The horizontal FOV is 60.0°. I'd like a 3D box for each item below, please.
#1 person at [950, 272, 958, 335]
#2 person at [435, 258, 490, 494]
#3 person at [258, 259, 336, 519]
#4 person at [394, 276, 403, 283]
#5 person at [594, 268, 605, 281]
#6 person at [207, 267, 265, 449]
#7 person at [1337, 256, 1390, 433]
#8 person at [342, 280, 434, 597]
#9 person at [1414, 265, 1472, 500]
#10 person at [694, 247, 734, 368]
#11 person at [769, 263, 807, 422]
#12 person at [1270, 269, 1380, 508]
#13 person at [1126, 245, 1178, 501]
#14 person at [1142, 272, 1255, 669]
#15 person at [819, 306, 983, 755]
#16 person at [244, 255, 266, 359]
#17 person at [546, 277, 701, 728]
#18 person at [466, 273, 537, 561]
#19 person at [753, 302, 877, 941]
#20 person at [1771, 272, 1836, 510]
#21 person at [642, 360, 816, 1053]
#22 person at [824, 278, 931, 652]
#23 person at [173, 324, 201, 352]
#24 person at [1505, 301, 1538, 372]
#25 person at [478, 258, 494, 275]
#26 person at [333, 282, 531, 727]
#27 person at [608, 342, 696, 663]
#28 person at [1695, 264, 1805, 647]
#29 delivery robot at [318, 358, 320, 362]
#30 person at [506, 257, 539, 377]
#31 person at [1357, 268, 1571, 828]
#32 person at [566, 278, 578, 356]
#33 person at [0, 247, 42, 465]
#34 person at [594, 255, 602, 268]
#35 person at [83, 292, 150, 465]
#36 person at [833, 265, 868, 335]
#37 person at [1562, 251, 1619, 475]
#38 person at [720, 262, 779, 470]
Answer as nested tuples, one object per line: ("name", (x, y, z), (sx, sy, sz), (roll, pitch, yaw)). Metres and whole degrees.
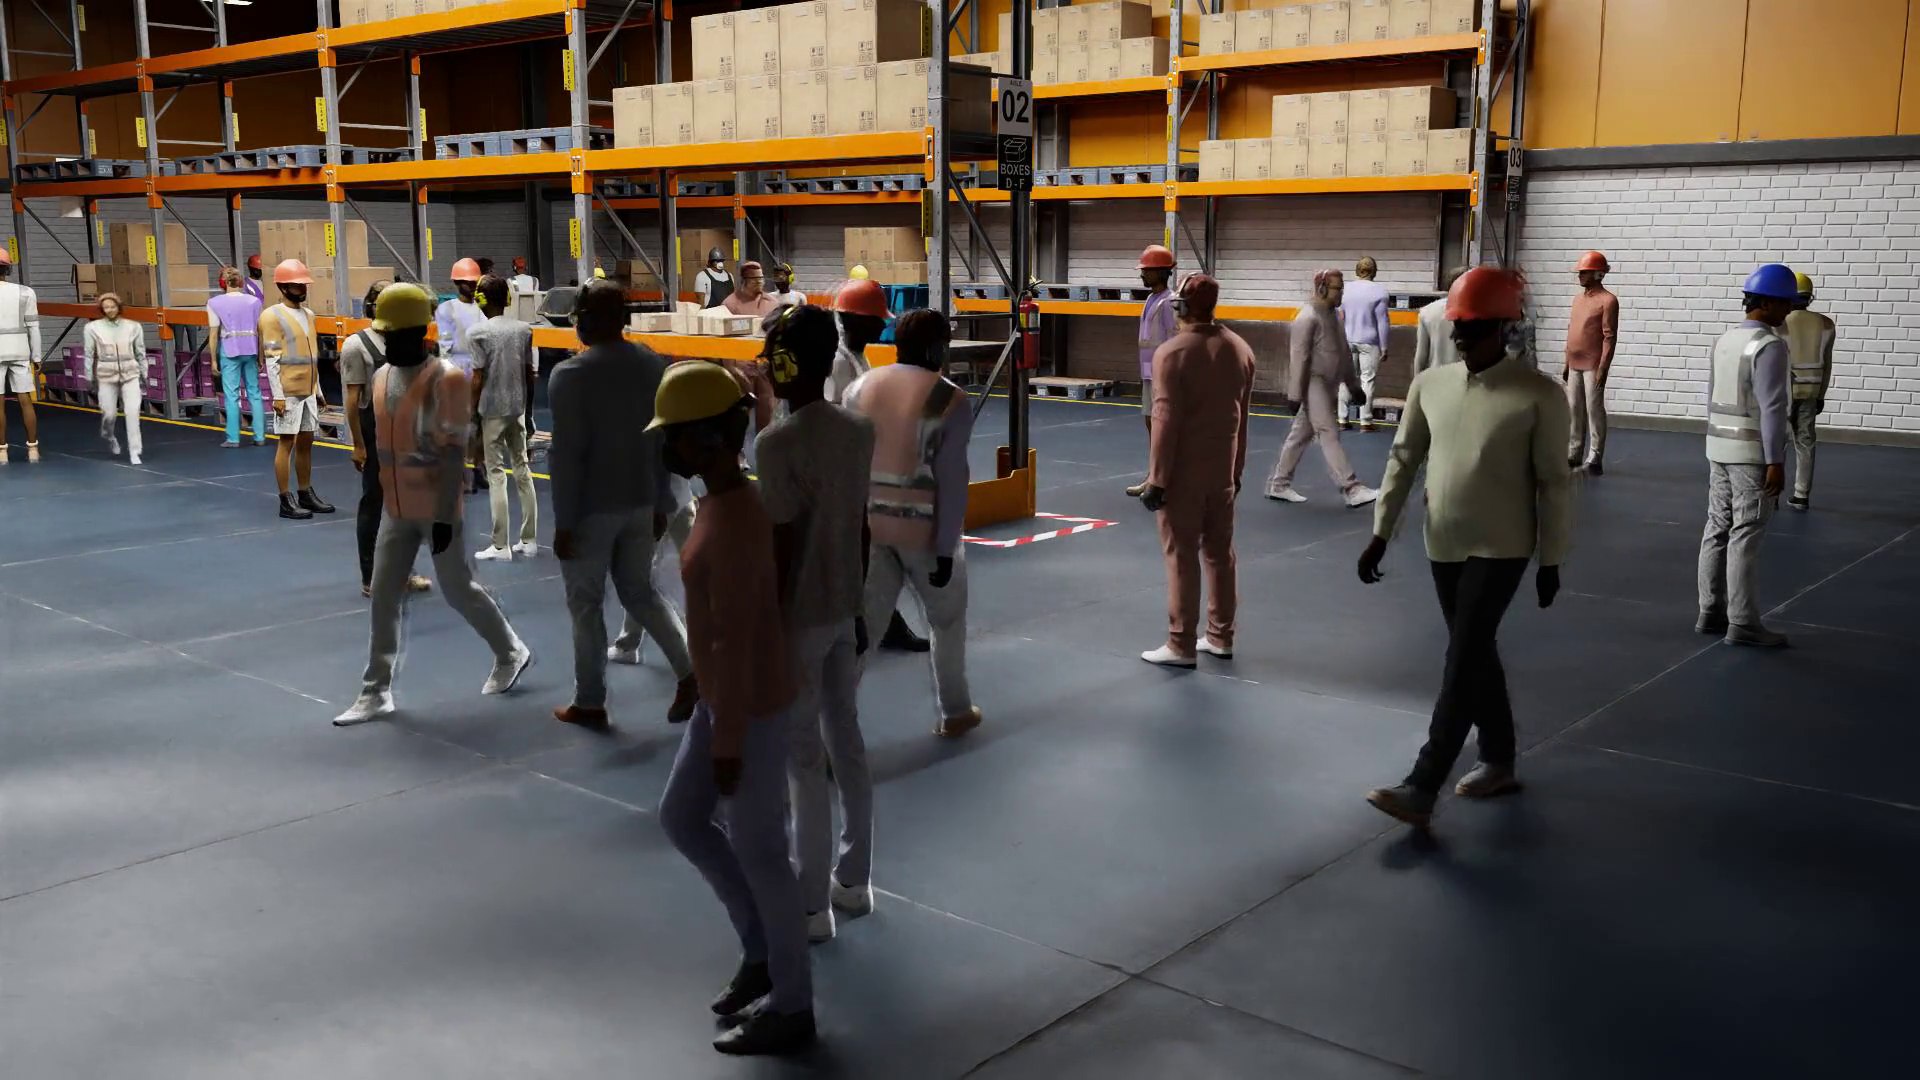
("person", (-0.237, -2.781, 22.192), (0.404, 1.836, 0.600), (-4, 11, -19))
("person", (-4.052, -1.354, 13.787), (0.357, 1.938, 0.542), (6, 12, 31))
("person", (-4.980, -1.133, 12.522), (0.360, 1.939, 0.543), (3, 10, 15))
("person", (-7.674, -2.814, 22.934), (0.907, 1.648, 0.537), (3, 10, 16))
("person", (-4.765, -2.680, 21.828), (0.327, 1.765, 0.529), (-1, 10, -4))
("person", (-7.295, -1.838, 16.841), (0.387, 1.837, 0.567), (8, 13, 39))
("person", (4.428, -2.145, 18.310), (0.628, 1.931, 0.357), (9, 14, 42))
("person", (-3.324, -0.581, 9.654), (0.328, 1.840, 0.514), (5, 11, 26))
("person", (4.046, -1.273, 13.480), (0.654, 1.880, 1.037), (10, 14, 44))
("person", (-3.647, -3.419, 25.245), (0.537, 2.000, 0.683), (10, 14, 44))
("person", (-1.870, -2.030, 17.843), (0.535, 1.864, 0.309), (4, 11, 19))
("person", (2.888, -1.172, 12.995), (1.030, 1.844, 0.646), (6, 12, 32))
("person", (1.564, -1.328, 13.333), (0.374, 2.042, 0.615), (-2, 10, -13))
("person", (1.125, -0.336, 8.078), (0.651, 1.906, 0.403), (-8, 13, -39))
("person", (-0.244, -0.024, 6.638), (0.642, 1.805, 0.925), (6, 11, 29))
("person", (-10.005, -3.095, 23.726), (0.370, 1.928, 0.543), (3, 10, 17))
("person", (-1.399, -0.122, 6.881), (0.699, 1.919, 0.634), (7, 12, 37))
("person", (-2.983, -0.789, 10.782), (0.328, 1.865, 0.518), (8, 13, 38))
("person", (-0.448, 0.244, 4.887), (0.329, 1.869, 0.511), (6, 12, 31))
("person", (6.422, -1.143, 12.878), (0.588, 1.835, 0.403), (-1, 10, -4))
("person", (-0.563, 0.425, 4.186), (0.431, 1.740, 0.631), (-2, 10, -11))
("person", (-0.639, -0.360, 8.319), (0.941, 1.893, 0.557), (3, 10, 17))
("person", (-12.478, -3.480, 26.751), (0.508, 1.632, 0.265), (-3, 10, -16))
("person", (4.853, -1.399, 14.697), (0.547, 1.708, 0.341), (9, 14, 43))
("person", (-6.857, -3.069, 23.705), (0.683, 1.888, 0.613), (-4, 11, -21))
("person", (-2.300, -0.178, 7.263), (0.588, 1.893, 0.901), (5, 11, 28))
("person", (-1.410, -0.144, 7.908), (0.851, 1.588, 0.510), (5, 11, 25))
("person", (4.046, -0.431, 8.524), (0.401, 1.938, 0.602), (-1, 10, -3))
("delivery robot", (-10.894, -3.179, 27.839), (0.707, 0.478, 0.477), (-9, 13, -41))
("person", (-6.853, -3.487, 26.074), (0.574, 1.887, 0.355), (-10, 14, -44))
("person", (1.748, 0.028, 5.878), (1.008, 1.941, 0.613), (-7, 12, -36))
("person", (-4.794, -2.514, 21.199), (0.927, 1.633, 0.543), (5, 11, 28))
("person", (-8.947, -1.722, 15.578), (0.614, 2.042, 0.373), (-8, 13, -40))
("person", (-5.982, -3.708, 27.298), (0.403, 1.901, 0.637), (-5, 11, -25))
("person", (-7.922, -1.519, 15.613), (0.548, 1.615, 0.548), (-6, 12, -33))
("person", (-1.156, -2.208, 18.967), (0.592, 1.825, 0.404), (-7, 12, -34))
("person", (5.623, -1.581, 14.915), (0.377, 1.995, 0.612), (-3, 10, -15))
("person", (-1.884, -1.588, 15.250), (0.647, 1.900, 0.395), (-9, 13, -42))
